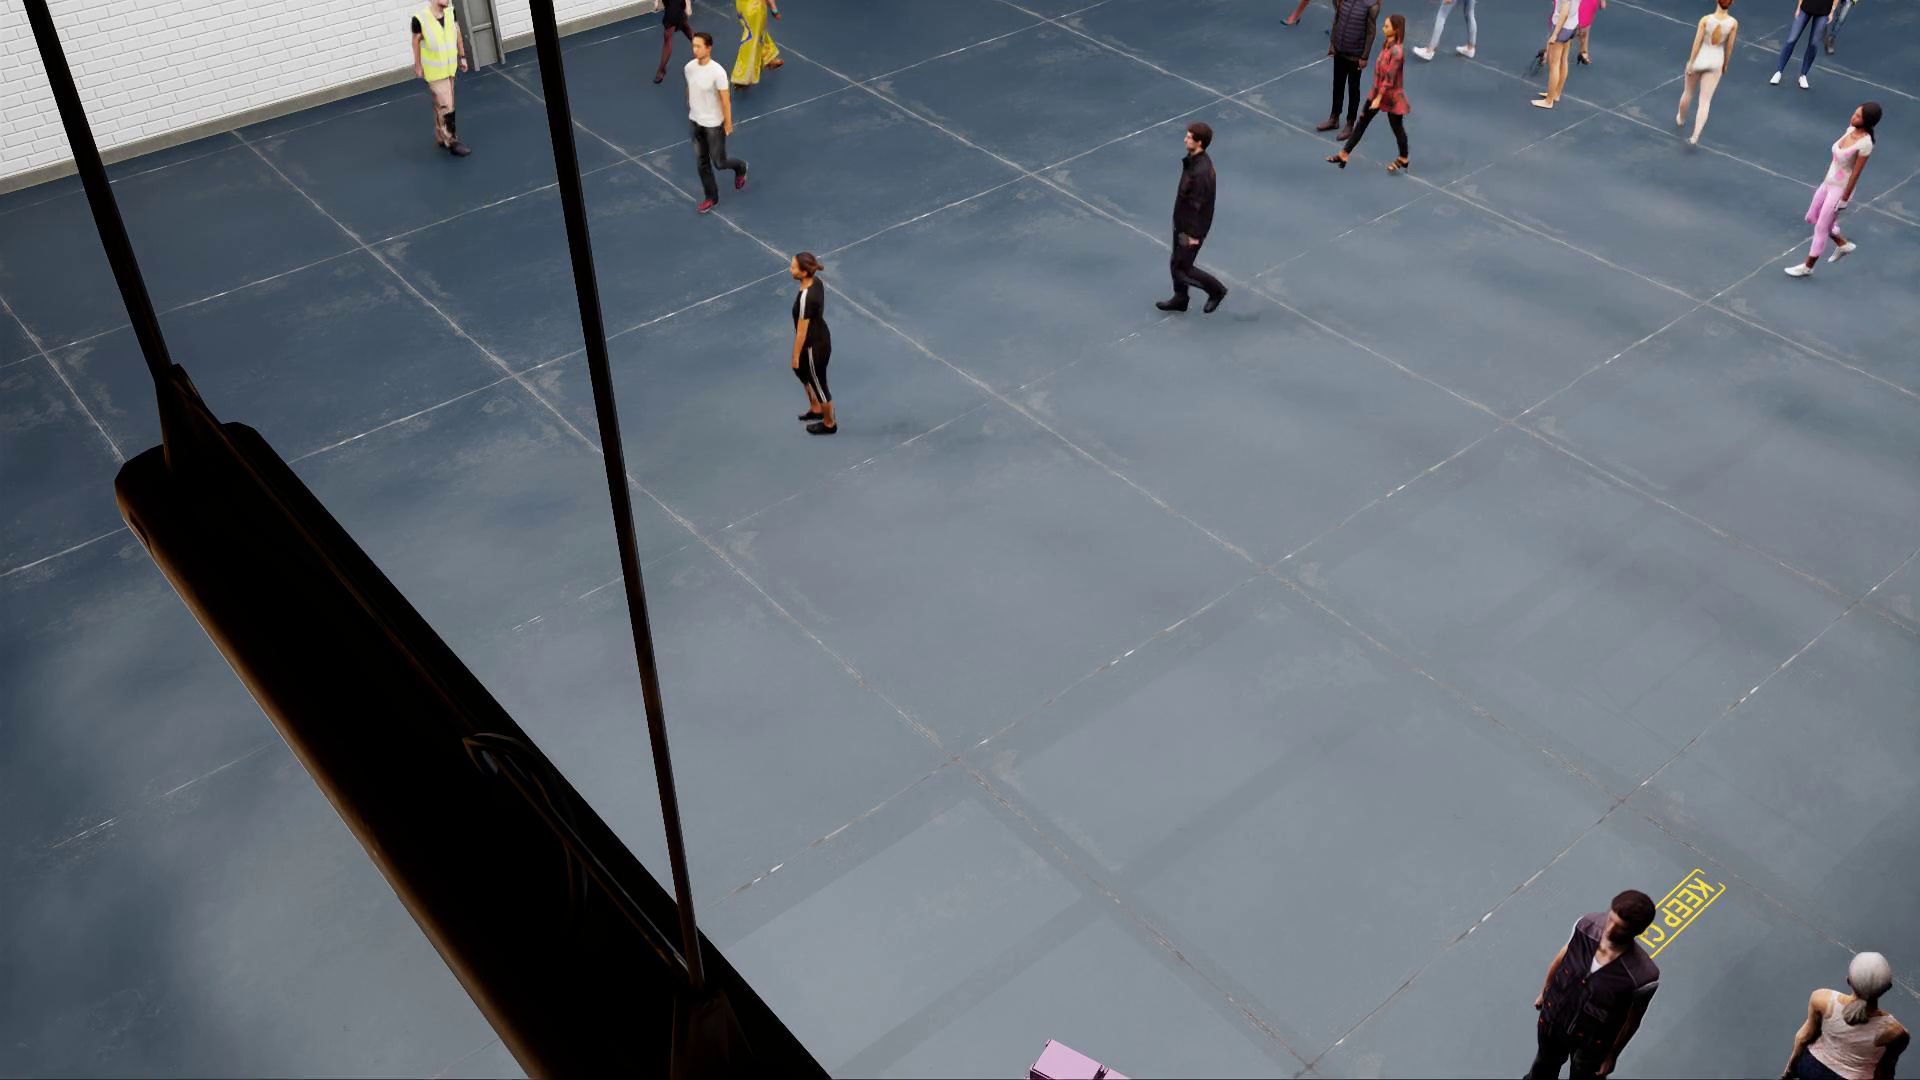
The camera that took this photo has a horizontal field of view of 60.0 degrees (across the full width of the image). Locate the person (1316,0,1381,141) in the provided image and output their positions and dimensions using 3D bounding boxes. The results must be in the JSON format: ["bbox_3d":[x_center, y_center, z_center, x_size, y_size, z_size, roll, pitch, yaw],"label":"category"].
[{"bbox_3d":[4.142,-5.172,17.603,0.573,1.835,0.698,-25,45,-28],"label":"person"}]

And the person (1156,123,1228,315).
[{"bbox_3d":[2.121,-2.778,14.617,1.020,1.820,0.947,-3,39,-4],"label":"person"}]

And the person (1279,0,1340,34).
[{"bbox_3d":[4.478,-6.844,19.794,0.982,1.714,1.049,14,41,17],"label":"person"}]

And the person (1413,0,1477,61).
[{"bbox_3d":[5.798,-6.391,19.259,0.627,1.673,0.842,-27,46,-30],"label":"person"}]

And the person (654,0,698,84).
[{"bbox_3d":[-3.189,-6.073,18.879,0.755,1.651,1.099,25,45,28],"label":"person"}]

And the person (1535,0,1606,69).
[{"bbox_3d":[7.052,-6.148,18.940,1.129,1.691,0.865,-9,40,-12],"label":"person"}]

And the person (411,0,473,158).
[{"bbox_3d":[-5.452,-4.895,17.276,0.943,1.810,0.922,28,46,30],"label":"person"}]

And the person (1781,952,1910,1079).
[{"bbox_3d":[4.103,2.657,7.928,0.891,1.676,0.656,-28,46,-30],"label":"person"}]

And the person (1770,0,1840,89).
[{"bbox_3d":[9.602,-5.957,18.676,0.679,1.722,0.677,15,41,17],"label":"person"}]

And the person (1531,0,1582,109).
[{"bbox_3d":[6.617,-5.605,18.226,0.676,1.733,0.500,28,47,31],"label":"person"}]

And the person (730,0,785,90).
[{"bbox_3d":[-2.367,-5.846,18.630,0.868,1.607,1.271,29,47,31],"label":"person"}]

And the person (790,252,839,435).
[{"bbox_3d":[-1.081,-1.545,13.205,0.784,1.655,0.721,4,39,5],"label":"person"}]

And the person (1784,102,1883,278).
[{"bbox_3d":[8.099,-3.183,15.195,0.932,1.732,0.869,3,39,3],"label":"person"}]

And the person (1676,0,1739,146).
[{"bbox_3d":[7.865,-4.943,17.500,0.960,1.605,1.126,10,40,12],"label":"person"}]

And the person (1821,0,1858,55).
[{"bbox_3d":[10.421,-6.434,19.608,0.712,1.305,0.816,9,40,12],"label":"person"}]

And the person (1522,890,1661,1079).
[{"bbox_3d":[3.071,2.356,8.165,0.615,1.849,0.682,-21,43,-24],"label":"person"}]

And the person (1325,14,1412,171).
[{"bbox_3d":[4.417,-4.476,16.886,1.201,1.642,0.978,-7,39,-8],"label":"person"}]

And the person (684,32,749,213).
[{"bbox_3d":[-2.418,-4.131,16.336,0.830,1.789,1.022,20,43,24],"label":"person"}]
